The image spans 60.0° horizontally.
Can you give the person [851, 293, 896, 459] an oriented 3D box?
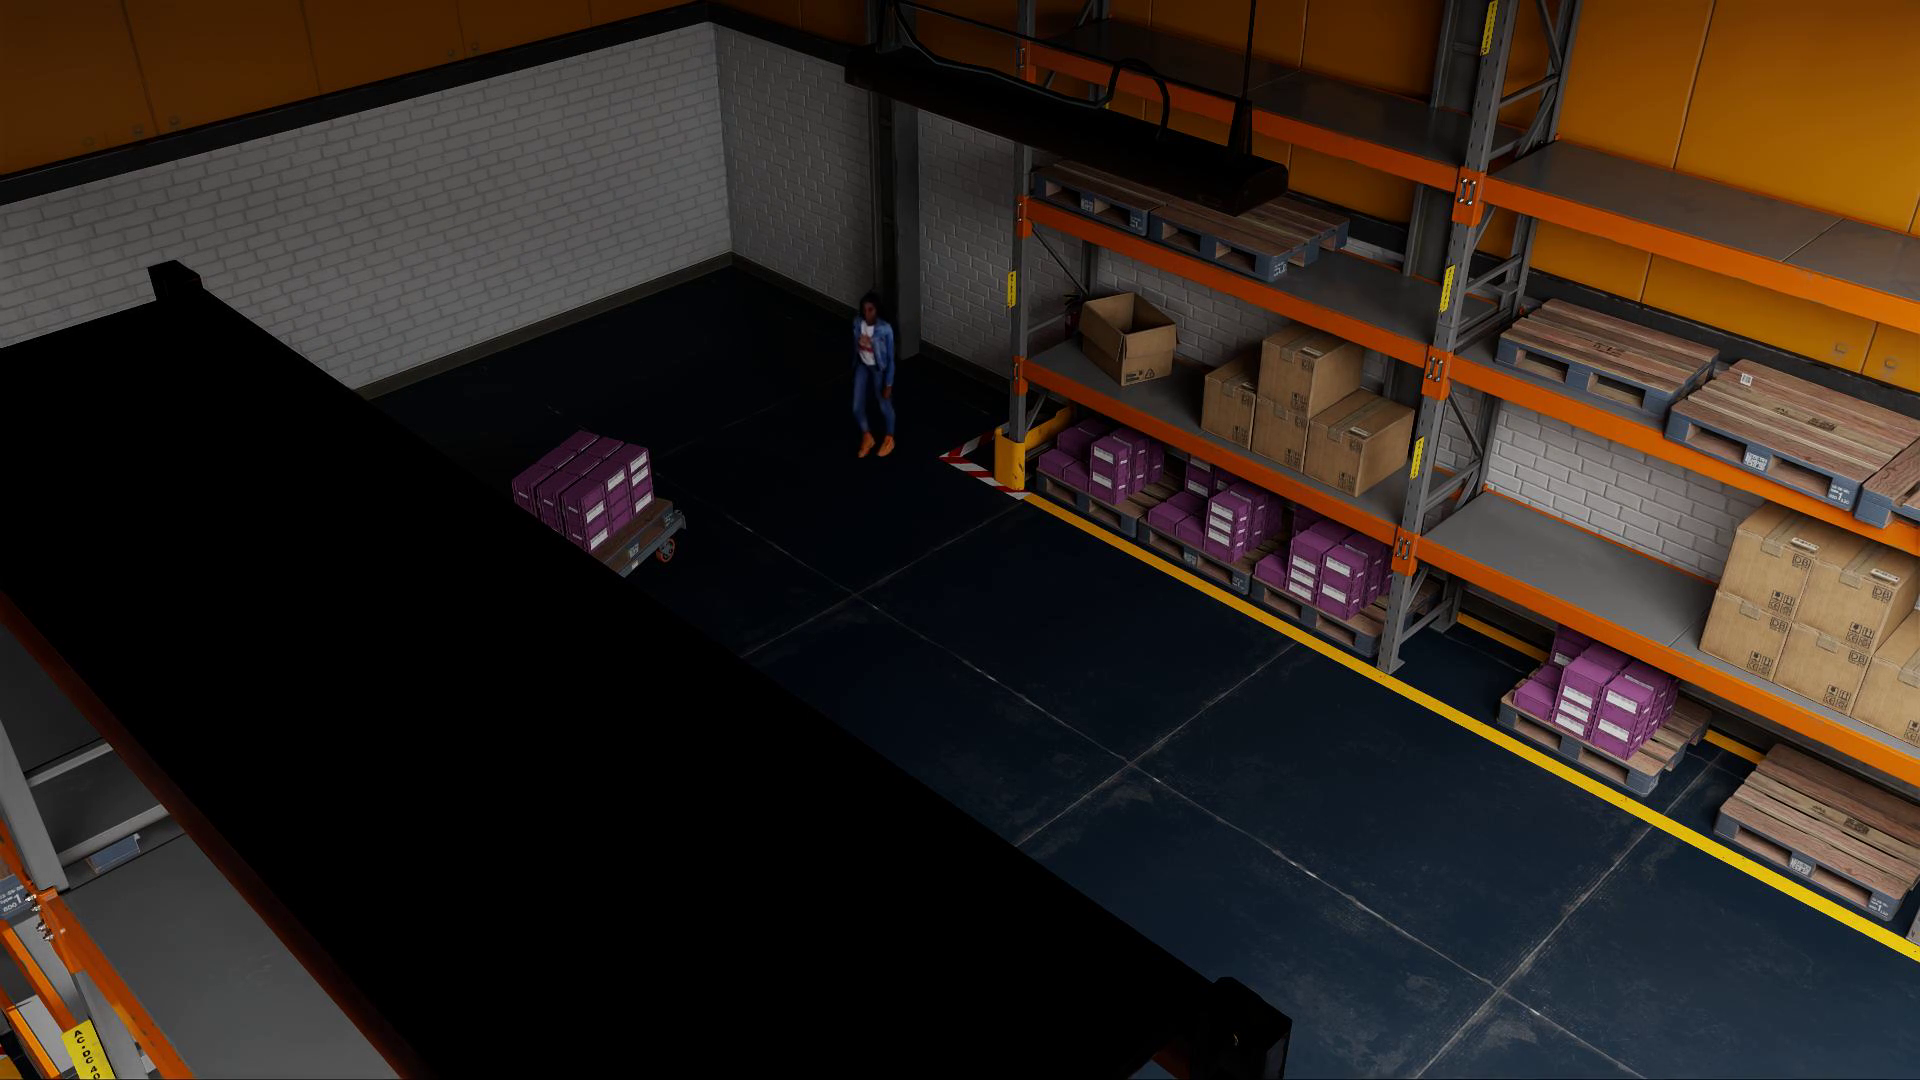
[{"bbox_3d":[-0.746,-1.555,15.410,0.724,1.691,0.829,16,37,23],"label":"person"}]
